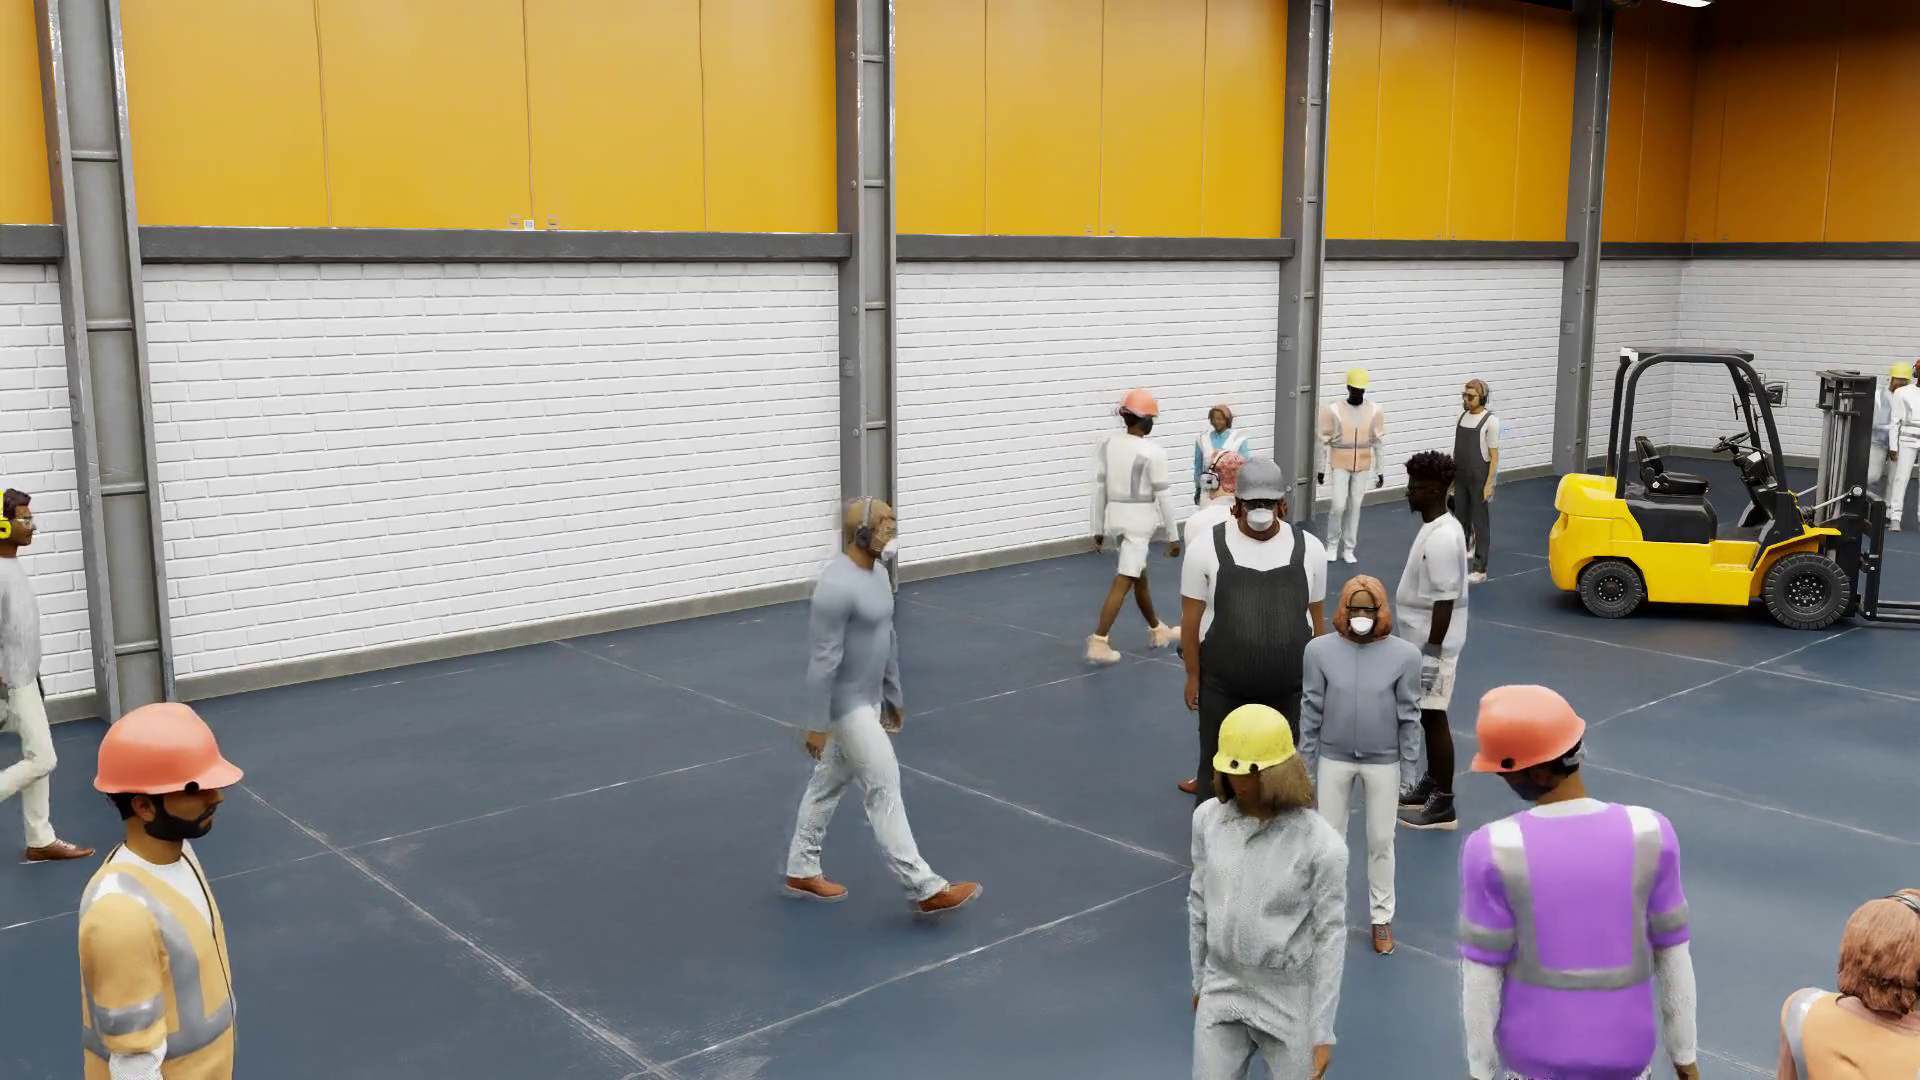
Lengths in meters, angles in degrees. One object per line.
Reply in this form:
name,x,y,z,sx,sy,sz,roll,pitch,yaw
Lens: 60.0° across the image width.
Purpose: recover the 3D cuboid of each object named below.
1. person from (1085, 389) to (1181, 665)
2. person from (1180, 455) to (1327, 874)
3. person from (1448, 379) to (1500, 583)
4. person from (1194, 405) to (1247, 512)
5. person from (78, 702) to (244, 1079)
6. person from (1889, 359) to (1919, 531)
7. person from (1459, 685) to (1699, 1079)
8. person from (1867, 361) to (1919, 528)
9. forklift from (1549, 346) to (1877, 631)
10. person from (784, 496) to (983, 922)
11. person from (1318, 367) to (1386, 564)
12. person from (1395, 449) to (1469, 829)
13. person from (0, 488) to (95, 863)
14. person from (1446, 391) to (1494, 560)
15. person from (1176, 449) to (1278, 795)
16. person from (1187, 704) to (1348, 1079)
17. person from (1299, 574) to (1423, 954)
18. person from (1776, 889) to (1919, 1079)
person,1.297,-0.103,12.113,1.067,1.984,0.635,-8,12,-37
person,1.376,0.612,7.754,0.688,2.000,0.536,0,10,0
person,4.624,-0.534,15.036,0.345,1.847,0.504,-5,11,-28
person,2.328,-0.413,15.026,0.541,1.591,0.831,5,11,26
person,-1.824,1.323,3.895,0.379,1.937,0.548,-3,10,-15
person,10.224,-1.008,17.738,0.577,1.877,0.339,3,10,17
person,1.597,1.283,4.359,0.628,1.863,0.691,1,10,6
person,10.109,-1.037,18.043,0.624,1.818,0.404,5,11,25
forklift,6.109,-0.478,13.691,2.313,2.155,1.214,3,10,16
person,-0.365,0.756,7.402,1.024,1.870,0.633,3,10,15
person,3.740,-0.708,15.885,0.603,1.903,0.489,-1,10,-3
person,2.425,0.508,8.582,0.361,1.964,0.612,3,10,15
person,-4.560,0.674,7.946,0.553,1.856,0.516,-4,11,-23
person,4.982,-0.643,16.145,0.358,1.684,0.544,-4,11,-24
person,1.432,0.454,9.072,0.642,1.909,0.399,-6,12,-33
person,0.845,1.299,4.694,0.499,1.734,0.417,7,12,35
person,1.687,0.943,7.042,0.502,1.626,0.282,3,10,18
person,1.933,1.535,3.524,0.307,1.641,0.514,-4,11,-23
